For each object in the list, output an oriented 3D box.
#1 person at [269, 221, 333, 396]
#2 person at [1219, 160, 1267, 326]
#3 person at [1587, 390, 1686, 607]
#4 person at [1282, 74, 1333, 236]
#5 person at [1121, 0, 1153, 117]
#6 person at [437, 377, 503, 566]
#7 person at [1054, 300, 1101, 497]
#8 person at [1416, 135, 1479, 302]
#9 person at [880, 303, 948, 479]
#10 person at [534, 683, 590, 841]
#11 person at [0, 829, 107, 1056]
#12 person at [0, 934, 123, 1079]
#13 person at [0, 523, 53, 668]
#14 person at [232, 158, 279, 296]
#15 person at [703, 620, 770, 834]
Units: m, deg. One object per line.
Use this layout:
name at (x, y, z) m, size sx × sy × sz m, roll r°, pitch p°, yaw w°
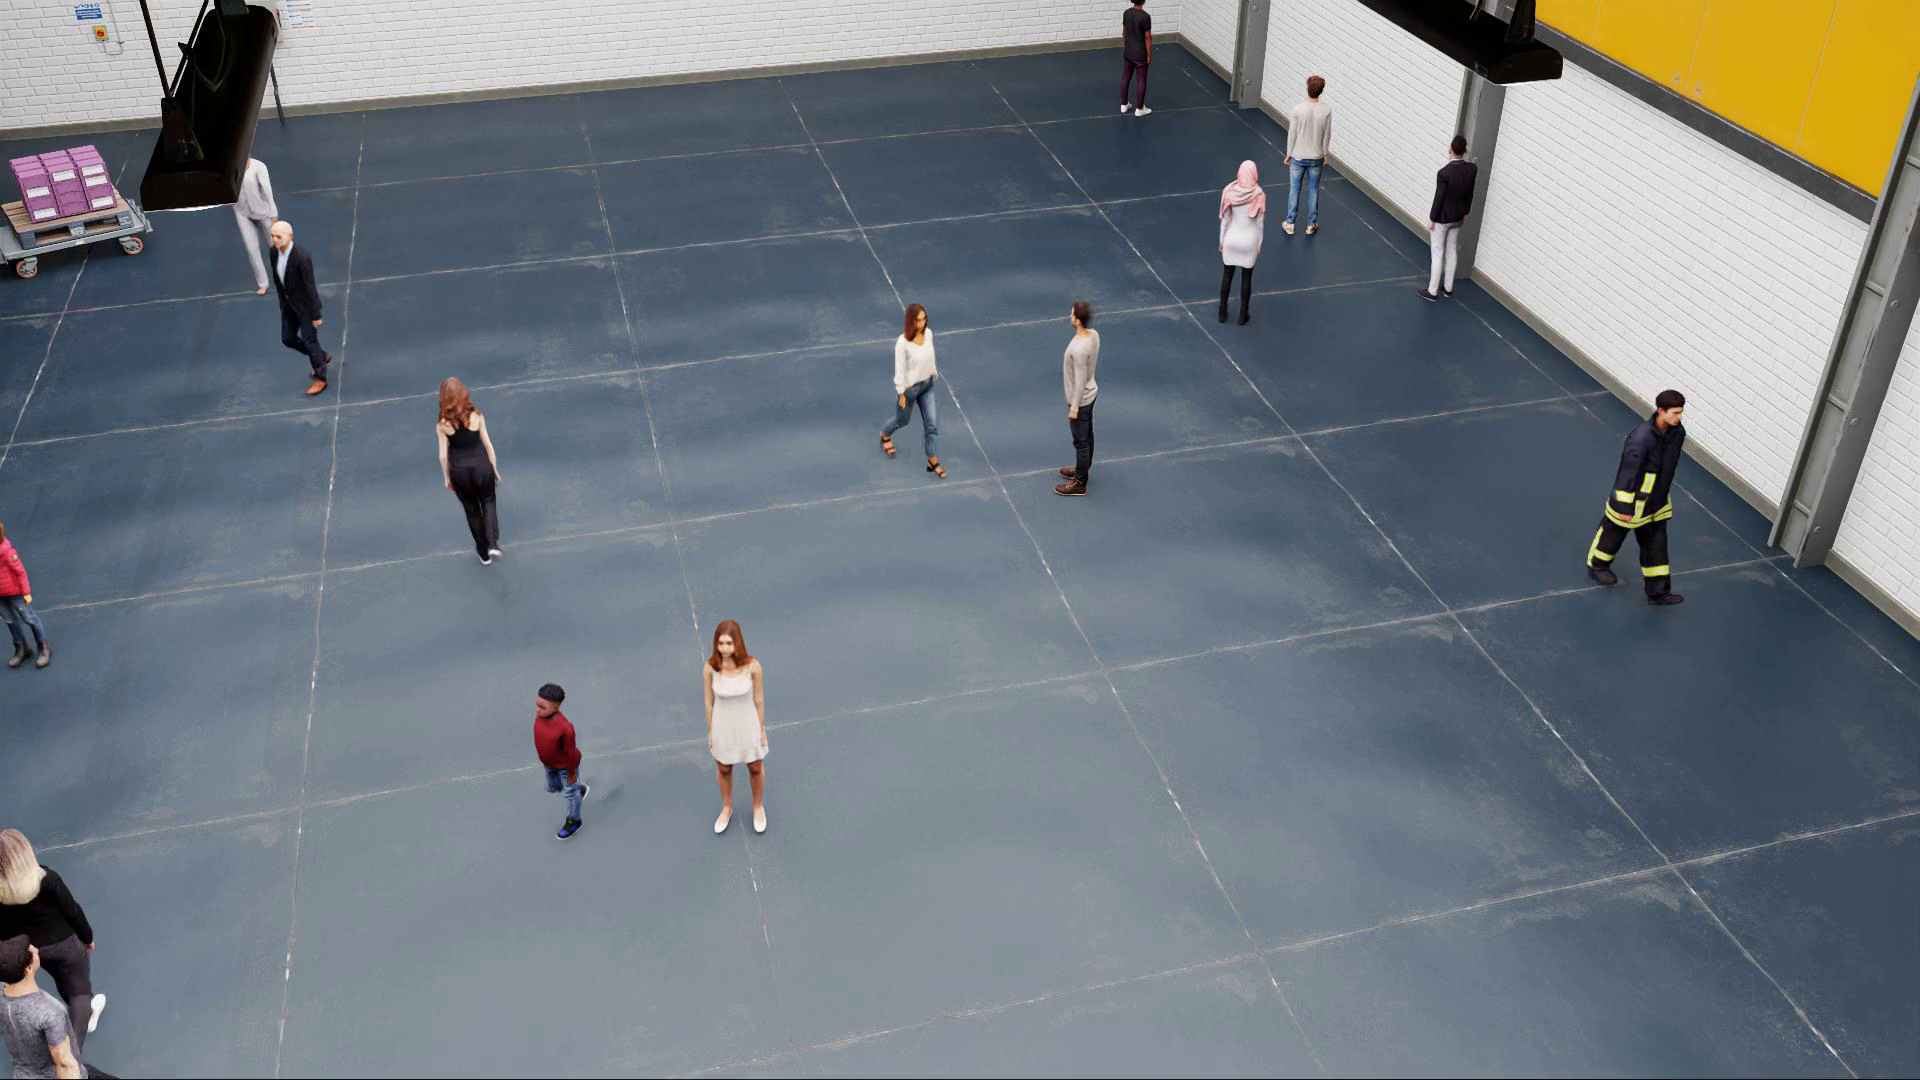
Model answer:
person at (-6.462, -2.334, 16.406) m, size 0.885 × 1.788 × 0.940 m, roll 15°, pitch 36°, yaw 21°
person at (2.976, -3.146, 17.615) m, size 0.725 × 1.801 × 0.751 m, roll 10°, pitch 35°, yaw 15°
person at (5.429, -0.413, 13.427) m, size 0.918 × 1.886 × 1.182 m, roll -14°, pitch 36°, yaw -20°
person at (4.097, -4.530, 19.604) m, size 0.746 × 1.905 × 0.727 m, roll 5°, pitch 34°, yaw 7°
person at (2.458, -6.837, 23.184) m, size 0.695 × 1.784 × 0.779 m, roll 25°, pitch 41°, yaw 32°
person at (-4.018, -0.513, 13.710) m, size 0.659 × 1.740 × 0.745 m, roll -13°, pitch 36°, yaw -19°
person at (1.073, -1.260, 14.719) m, size 0.805 × 1.867 × 0.675 m, roll 7°, pitch 34°, yaw 11°
person at (5.326, -3.500, 18.114) m, size 0.673 × 1.840 × 0.579 m, roll -12°, pitch 35°, yaw -17°
person at (-0.471, -1.397, 15.124) m, size 0.955 × 1.646 × 1.164 m, roll -27°, pitch 42°, yaw -34°
person at (-2.645, 1.445, 11.208) m, size 0.658 × 1.247 × 0.713 m, roll 23°, pitch 40°, yaw 30°
person at (-5.183, 2.374, 9.434) m, size 0.698 × 1.664 × 1.066 m, roll -5°, pitch 34°, yaw -7°
person at (-4.746, 2.848, 8.566) m, size 1.105 × 1.837 × 1.202 m, roll 16°, pitch 37°, yaw 22°
person at (-7.283, 0.392, 12.731) m, size 0.566 × 1.316 × 0.558 m, roll 1°, pitch 34°, yaw 1°
person at (-7.800, -3.656, 18.463) m, size 0.776 × 1.712 × 1.095 m, roll -2°, pitch 34°, yaw -2°
person at (-1.492, 1.232, 11.109) m, size 0.613 × 1.712 × 0.613 m, roll 0°, pitch 34°, yaw 1°
